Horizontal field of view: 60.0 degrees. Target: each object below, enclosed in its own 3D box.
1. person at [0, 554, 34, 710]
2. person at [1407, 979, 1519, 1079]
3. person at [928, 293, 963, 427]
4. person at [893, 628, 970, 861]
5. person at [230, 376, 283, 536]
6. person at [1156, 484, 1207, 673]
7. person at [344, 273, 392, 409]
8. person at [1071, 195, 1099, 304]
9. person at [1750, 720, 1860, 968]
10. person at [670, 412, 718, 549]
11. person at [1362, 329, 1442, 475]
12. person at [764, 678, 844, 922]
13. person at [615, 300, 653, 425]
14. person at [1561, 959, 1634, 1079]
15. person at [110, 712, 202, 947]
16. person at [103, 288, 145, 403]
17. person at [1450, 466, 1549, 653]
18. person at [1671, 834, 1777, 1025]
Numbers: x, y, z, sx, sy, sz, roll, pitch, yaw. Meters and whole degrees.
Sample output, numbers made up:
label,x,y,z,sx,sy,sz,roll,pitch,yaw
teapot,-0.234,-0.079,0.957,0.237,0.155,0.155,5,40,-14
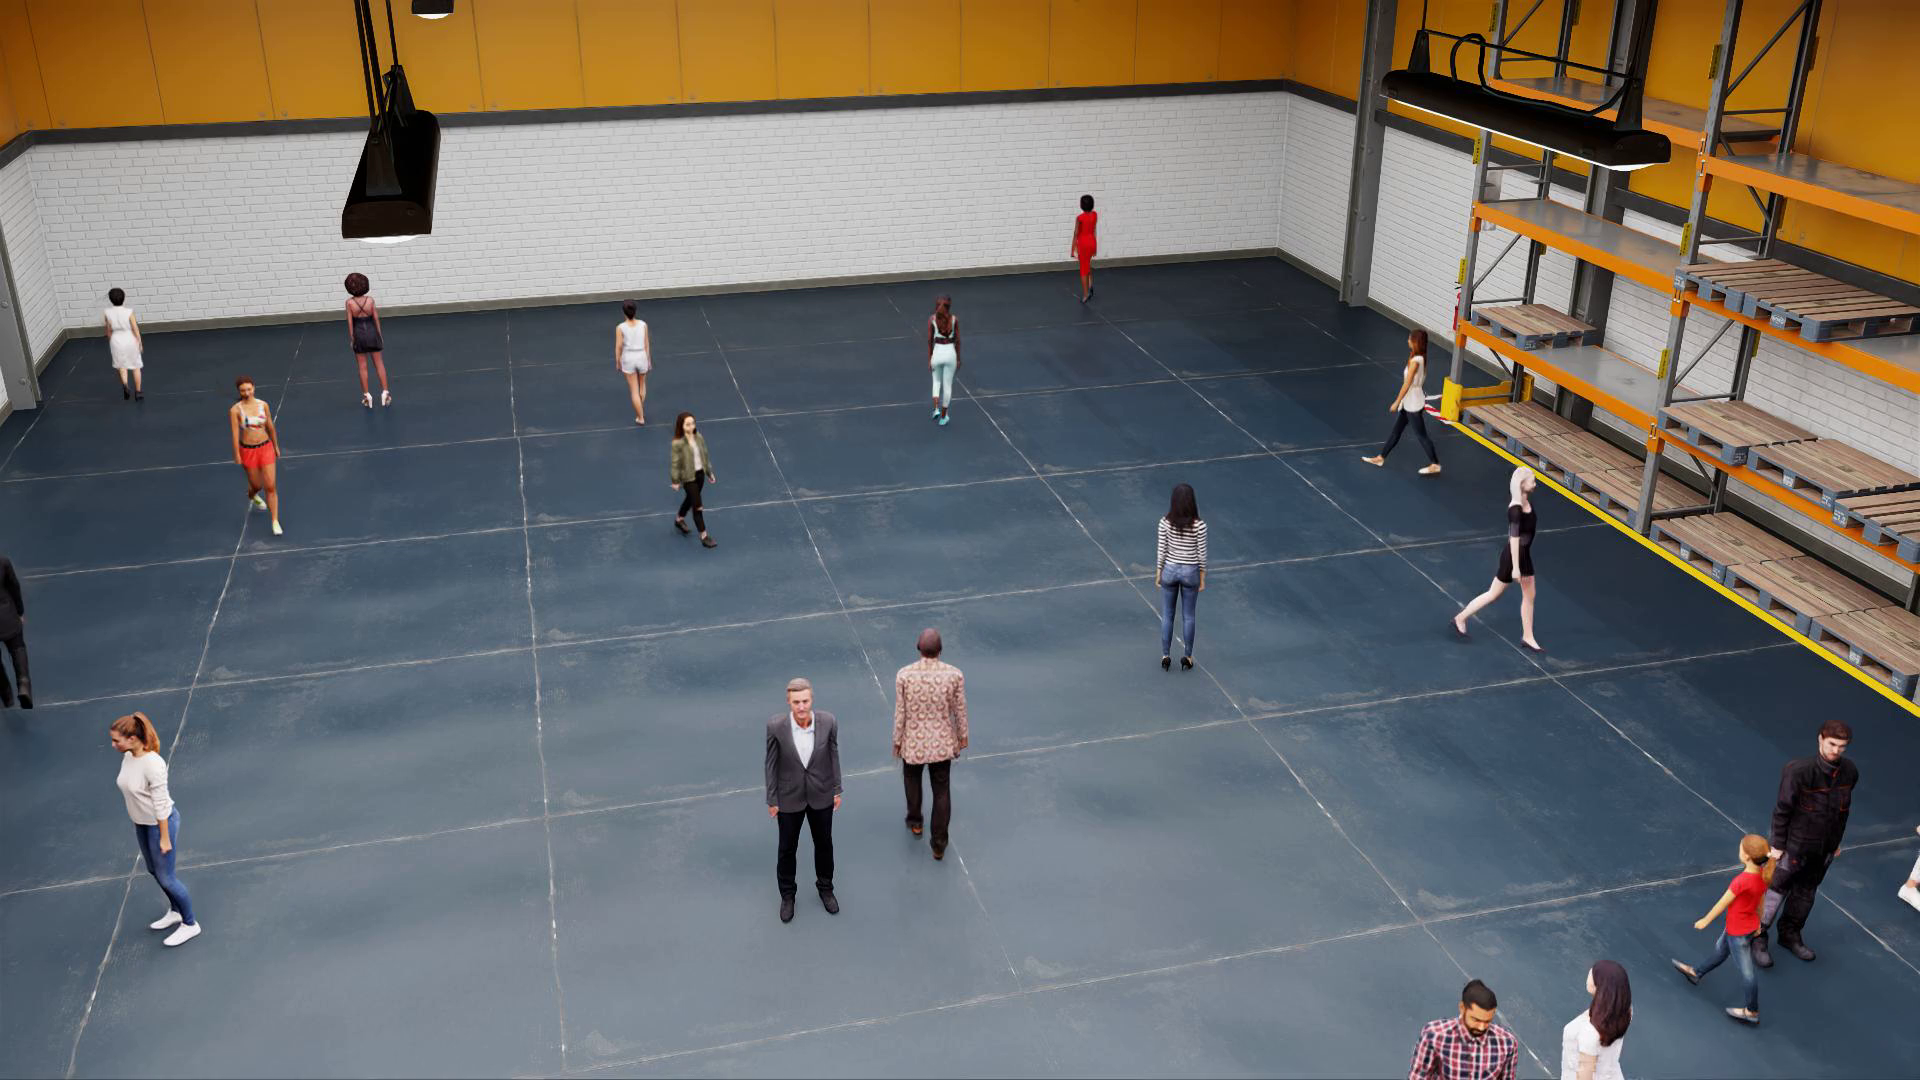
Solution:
label,x,y,z,sx,sy,sz,roll,pitch,yaw
person,-8.275,0.682,14.273,0.810,1.764,1.021,-15,28,-31
person,2.657,3.042,8.892,0.832,1.750,0.811,5,24,11
person,-0.213,-2.263,21.073,0.686,1.714,0.747,3,24,7
person,-0.231,1.544,12.277,0.827,1.784,0.923,-1,24,-2
person,-7.630,-0.956,18.020,0.830,1.764,1.068,-17,29,-34
person,1.981,0.352,14.989,0.660,1.796,0.655,6,24,12
person,-7.787,-2.623,21.802,0.604,1.788,0.589,-11,26,-24
person,2.060,-4.586,26.368,0.685,1.729,0.711,-17,29,-34
person,5.658,2.009,11.142,0.722,1.839,0.562,-5,24,-11
person,-2.907,-0.671,17.769,1.074,1.442,0.946,18,29,35
person,5.399,-1.556,19.432,1.062,1.731,1.161,7,24,15
person,-1.092,1.782,11.658,0.699,1.842,0.577,-6,24,-14
person,-4.121,-2.240,21.181,0.705,1.585,0.935,-12,26,-25
person,3.499,3.065,8.978,0.879,1.638,1.211,-16,28,-32
person,-5.502,1.956,11.408,0.661,1.725,0.765,19,30,36
person,-11.015,-2.536,21.910,0.576,1.543,0.666,-6,24,-12
person,5.016,0.191,15.360,1.134,1.792,1.113,11,26,24
person,5.080,2.526,10.661,0.735,1.278,0.935,-20,31,-38
